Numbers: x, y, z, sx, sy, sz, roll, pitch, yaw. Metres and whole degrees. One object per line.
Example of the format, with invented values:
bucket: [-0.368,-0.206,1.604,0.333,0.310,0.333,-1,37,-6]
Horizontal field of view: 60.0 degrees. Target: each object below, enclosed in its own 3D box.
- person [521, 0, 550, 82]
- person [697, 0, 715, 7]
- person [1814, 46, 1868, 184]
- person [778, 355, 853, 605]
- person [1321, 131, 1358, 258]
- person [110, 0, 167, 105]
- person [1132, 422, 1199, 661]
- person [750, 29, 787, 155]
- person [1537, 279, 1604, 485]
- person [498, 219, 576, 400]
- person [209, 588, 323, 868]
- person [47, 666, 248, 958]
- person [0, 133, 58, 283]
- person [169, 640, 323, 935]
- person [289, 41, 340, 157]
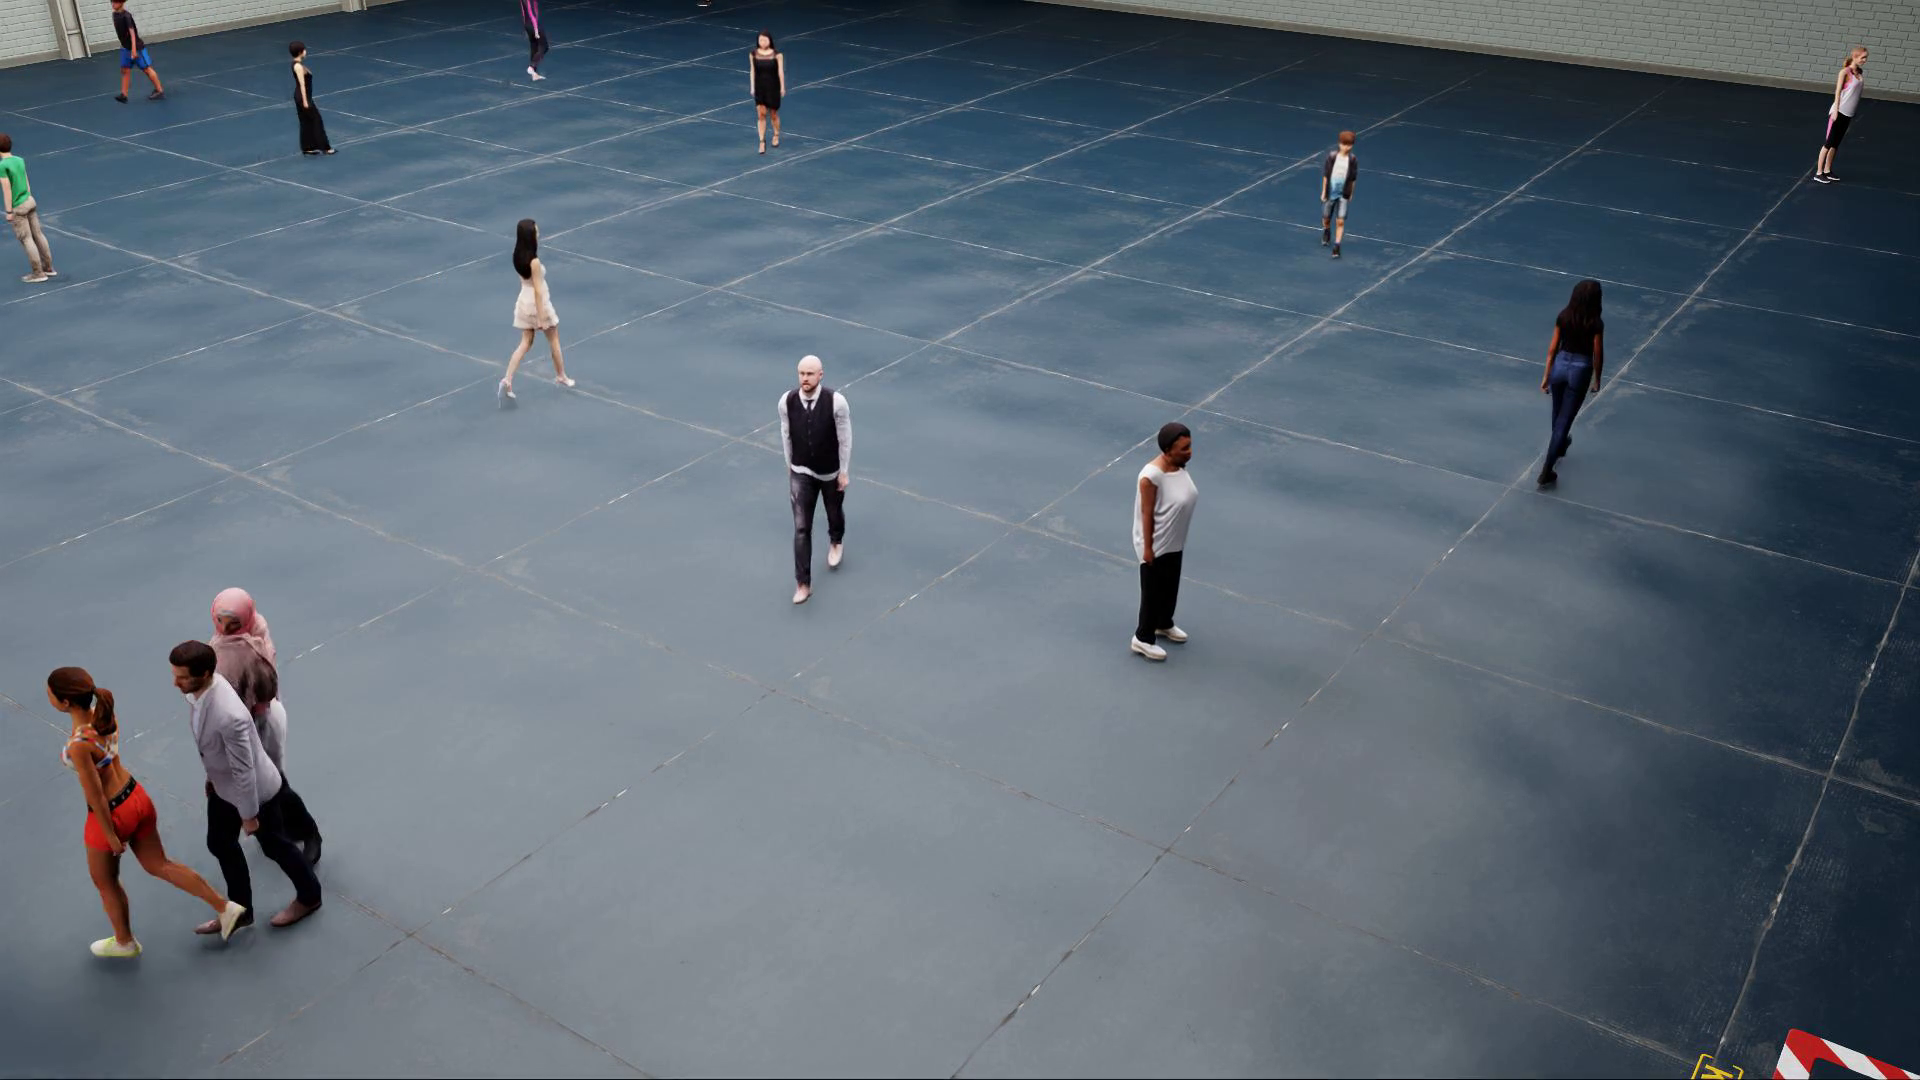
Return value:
person: [-7.228,-8.553,27.845,0.705,1.739,0.648,-21,34,-35]
person: [-5.120,-11.575,33.203,0.754,1.710,0.596,9,28,16]
person: [11.799,-5.710,22.272,0.599,1.788,0.739,-15,31,-27]
person: [-1.004,-0.505,12.180,1.111,1.771,1.344,2,27,5]
person: [4.419,-4.077,19.493,0.754,1.428,0.981,6,28,11]
person: [-13.105,-7.848,26.475,0.730,1.740,1.157,16,31,28]
person: [1.398,-0.019,11.331,0.701,1.685,0.534,19,33,32]
person: [-2.728,-6.418,23.740,0.874,1.701,0.962,2,27,4]
person: [5.006,-1.266,13.741,0.586,1.695,1.084,19,33,32]
person: [-4.012,-2.086,15.329,0.708,1.700,1.073,24,36,39]
person: [-3.851,1.025,9.198,0.713,1.781,0.768,-12,30,-22]
person: [-4.193,1.410,8.470,0.983,1.765,1.071,2,27,3]
person: [-10.465,-3.718,18.550,0.733,1.652,0.616,3,27,6]
person: [-3.667,1.253,8.718,0.955,1.816,0.830,-20,33,-34]
person: [-9.308,-6.192,23.427,0.836,1.588,0.758,-15,31,-26]
